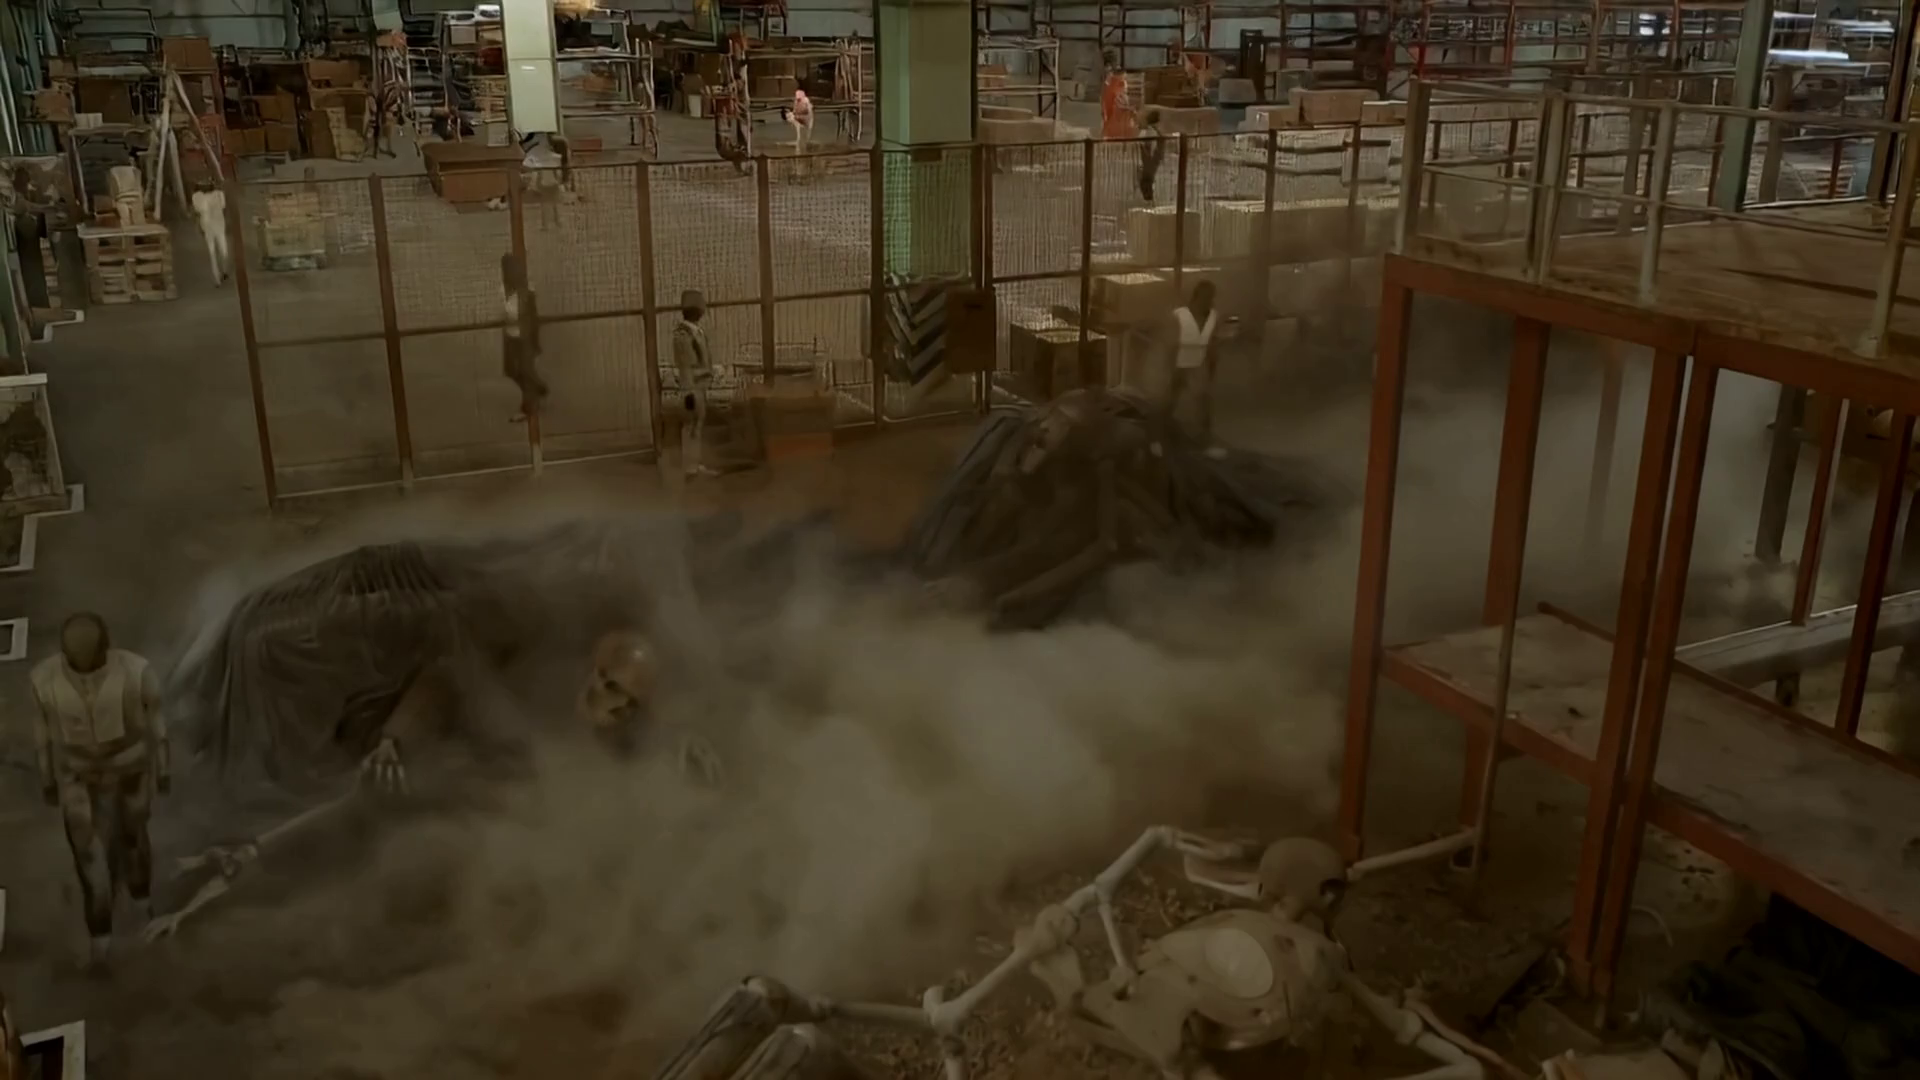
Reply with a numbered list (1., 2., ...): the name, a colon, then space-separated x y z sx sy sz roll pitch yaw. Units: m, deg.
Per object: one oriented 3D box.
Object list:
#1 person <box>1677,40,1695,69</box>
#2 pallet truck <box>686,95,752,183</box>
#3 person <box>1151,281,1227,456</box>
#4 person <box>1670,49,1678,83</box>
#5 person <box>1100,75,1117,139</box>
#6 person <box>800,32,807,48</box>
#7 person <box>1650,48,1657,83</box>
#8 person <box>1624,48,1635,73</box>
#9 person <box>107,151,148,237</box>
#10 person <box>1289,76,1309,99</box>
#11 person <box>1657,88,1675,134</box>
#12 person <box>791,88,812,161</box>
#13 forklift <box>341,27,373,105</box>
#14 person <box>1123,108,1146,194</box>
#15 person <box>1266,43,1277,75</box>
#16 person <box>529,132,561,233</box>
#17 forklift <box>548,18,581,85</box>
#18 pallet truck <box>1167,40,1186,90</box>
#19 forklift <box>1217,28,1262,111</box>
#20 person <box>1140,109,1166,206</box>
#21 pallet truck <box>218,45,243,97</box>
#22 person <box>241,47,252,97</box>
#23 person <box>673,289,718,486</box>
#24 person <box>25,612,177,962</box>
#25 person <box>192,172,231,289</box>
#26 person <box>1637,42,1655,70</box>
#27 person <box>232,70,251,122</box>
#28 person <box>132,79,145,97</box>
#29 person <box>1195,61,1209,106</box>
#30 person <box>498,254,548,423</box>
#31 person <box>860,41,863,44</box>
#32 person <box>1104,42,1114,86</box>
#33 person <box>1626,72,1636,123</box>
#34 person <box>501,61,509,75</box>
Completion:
1. person: 34.831 -23.268 79.774 0.986 1.783 0.627 -8 20 -21
2. pallet truck: -5.836 -9.608 39.856 0.823 1.965 1.885 10 22 27
3. person: 2.391 -1.772 17.341 0.639 1.862 0.788 -11 22 -28
4. person: 29.647 -19.614 69.348 0.540 1.678 0.661 -9 21 -24
5. person: 4.438 -12.939 49.727 0.527 1.858 0.318 13 23 34
6. person: -7.340 -23.057 78.888 0.823 1.972 0.622 -1 19 -4
7. person: 29.962 -20.518 72.081 0.500 1.602 0.789 -6 20 -17
8. person: 28.507 -20.093 70.746 0.577 1.657 0.726 -1 19 -1
9. person: -14.742 -5.944 29.468 0.430 1.845 0.620 17 25 40
10. person: 9.846 -12.553 48.512 0.612 1.930 0.880 9 21 24
11. person: 20.282 -12.139 47.758 0.529 1.626 0.533 11 22 30
12. person: -4.205 -11.023 44.128 0.584 1.882 0.337 2 19 7
13. forklift: -22.275 -17.346 60.954 1.873 2.768 1.129 -9 21 -25
14. person: 3.993 -8.877 37.895 0.558 1.900 0.966 1 19 4
15. person: 13.042 -19.876 69.736 0.459 1.919 0.649 -10 21 -26
16. person: -8.010 -6.910 32.165 0.584 1.918 0.408 -7 20 -20
17. forklift: -17.512 -21.086 71.793 1.873 2.768 1.129 -9 21 -25
18. pallet truck: 9.045 -19.971 69.895 0.823 1.965 1.885 -3 19 -8
19. forklift: 10.323 -16.877 59.593 1.873 2.768 1.129 -9 21 -25
20. person: 4.158 -8.255 35.867 0.535 2.000 0.686 3 19 8
21. pallet truck: -28.879 -18.665 66.111 0.823 1.965 1.885 -3 19 -9
22. person: -27.830 -18.262 65.046 0.368 1.928 0.585 -4 20 -12
23. person: -2.639 -1.521 16.487 0.391 1.948 0.605 1 19 2
24. person: -4.400 1.265 8.593 0.660 1.822 0.713 -9 21 -23
25. person: -11.947 -4.969 26.627 0.544 1.852 0.449 -11 22 -28
26. person: 28.305 -19.582 68.800 0.740 1.992 0.390 14 24 36
27. person: -23.845 -14.729 55.212 0.542 1.658 0.857 -5 20 -13
28. person: -25.368 -13.404 51.417 0.522 1.633 0.315 6 20 17
29. person: 8.886 -16.733 61.038 0.536 1.649 0.906 -3 19 -8
30. person: -4.944 -2.290 18.779 0.615 1.904 0.490 16 24 38
31. person: -4.476 -21.217 73.840 0.637 1.777 0.885 -11 22 -29
32. person: 6.212 -19.777 69.430 0.380 1.930 0.556 7 20 18
33. person: 22.340 -14.670 55.100 0.502 1.612 0.682 13 23 33
34. person: -16.290 -16.593 60.246 0.634 1.909 0.867 -9 21 -24
